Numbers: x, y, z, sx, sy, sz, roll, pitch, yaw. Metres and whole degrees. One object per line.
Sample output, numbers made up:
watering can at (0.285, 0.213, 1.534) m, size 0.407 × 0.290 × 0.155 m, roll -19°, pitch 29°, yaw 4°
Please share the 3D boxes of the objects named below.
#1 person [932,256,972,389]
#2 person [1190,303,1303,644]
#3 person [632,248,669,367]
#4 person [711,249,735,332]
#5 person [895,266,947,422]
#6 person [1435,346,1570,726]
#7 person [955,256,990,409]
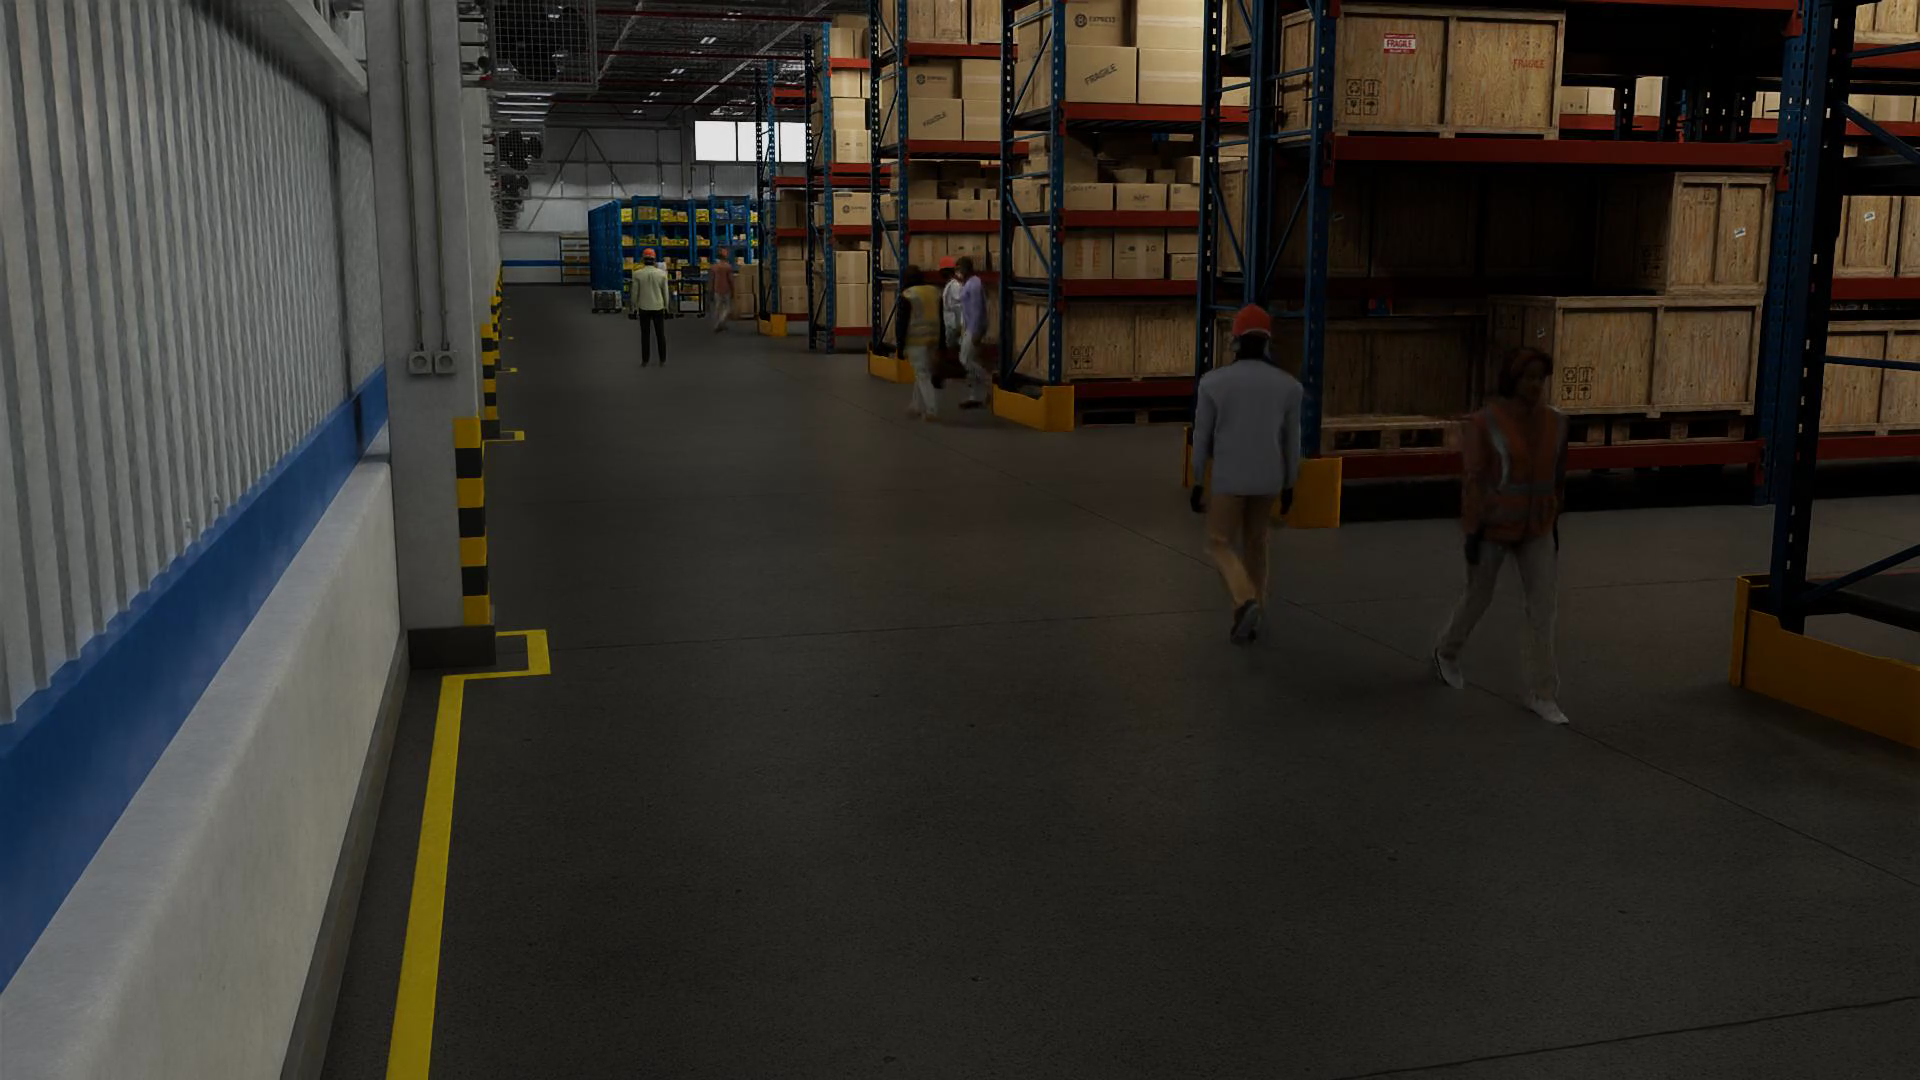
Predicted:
person at (-0.068, -3.100, 23.732) m, size 0.943 × 1.901 × 0.558 m, roll -2°, pitch 10°, yaw -9°
person at (1.450, -0.309, 8.334) m, size 0.576 × 1.739 × 0.523 m, roll -2°, pitch 10°, yaw -12°
person at (-5.210, -3.907, 27.999) m, size 0.612 × 1.995 × 0.393 m, roll -3°, pitch 10°, yaw -16°
person at (-5.605, -5.881, 39.319) m, size 0.745 × 1.953 × 0.634 m, roll 4°, pitch 11°, yaw 23°
person at (-0.535, -2.272, 19.310) m, size 0.861 × 1.796 × 0.656 m, roll 10°, pitch 14°, yaw 43°
person at (2.392, -0.057, 7.318) m, size 0.527 × 1.609 × 0.812 m, roll -2°, pitch 10°, yaw -12°
person at (0.188, -2.572, 20.691) m, size 0.514 × 1.906 × 0.674 m, roll 0°, pitch 10°, yaw -2°
